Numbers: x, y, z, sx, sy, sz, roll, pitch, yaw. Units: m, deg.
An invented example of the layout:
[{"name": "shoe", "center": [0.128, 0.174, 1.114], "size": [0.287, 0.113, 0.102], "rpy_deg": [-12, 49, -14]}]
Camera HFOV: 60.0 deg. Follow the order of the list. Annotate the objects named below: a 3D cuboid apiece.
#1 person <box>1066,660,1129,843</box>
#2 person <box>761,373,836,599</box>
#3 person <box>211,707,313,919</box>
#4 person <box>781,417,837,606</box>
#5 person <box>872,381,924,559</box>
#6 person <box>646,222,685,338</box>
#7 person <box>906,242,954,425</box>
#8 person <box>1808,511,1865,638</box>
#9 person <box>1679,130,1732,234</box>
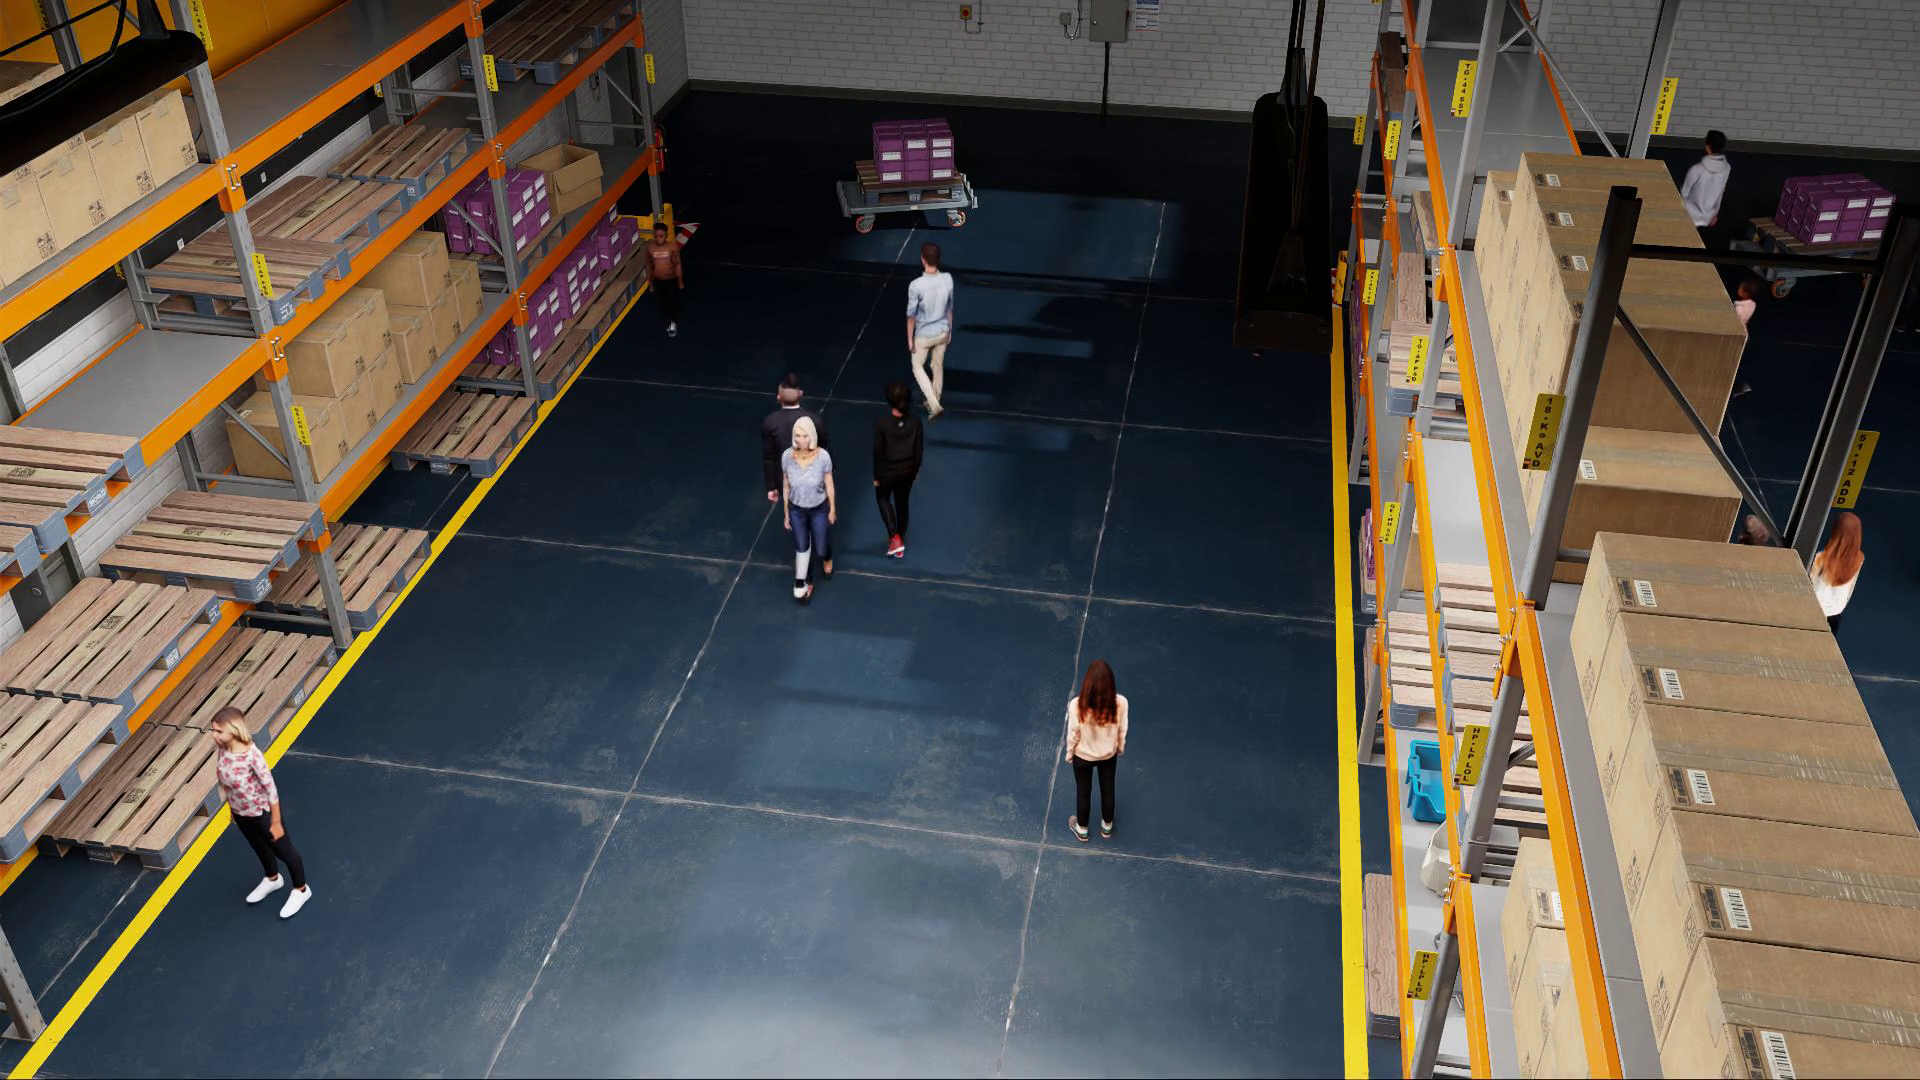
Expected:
[{"name": "person", "center": [0.915, 1.423, 11.260], "size": [0.628, 1.484, 0.605], "rpy_deg": [-6, 34, -8]}, {"name": "person", "center": [-1.333, -0.428, 13.667], "size": [0.766, 1.901, 1.281], "rpy_deg": [3, 34, 5]}, {"name": "person", "center": [-4.511, 1.720, 10.679], "size": [0.631, 1.632, 0.597], "rpy_deg": [16, 37, 22]}, {"name": "person", "center": [-1.225, -0.301, 13.647], "size": [0.557, 1.711, 0.695], "rpy_deg": [6, 34, 9]}, {"name": "person", "center": [-0.505, -0.541, 14.051], "size": [0.747, 1.664, 0.797], "rpy_deg": [-12, 35, -17]}, {"name": "person", "center": [-3.145, -2.849, 17.902], "size": [0.535, 1.244, 0.581], "rpy_deg": [5, 34, 8]}, {"name": "person", "center": [-0.242, -1.944, 16.006], "size": [0.925, 1.836, 1.028], "rpy_deg": [-14, 36, -20]}, {"name": "person", "center": [6.406, 0.605, 12.315], "size": [0.740, 1.677, 1.149], "rpy_deg": [0, 34, 0]}, {"name": "person", "center": [8.187, -3.529, 18.342], "size": [1.094, 1.889, 1.332], "rpy_deg": [-11, 35, -16]}]
